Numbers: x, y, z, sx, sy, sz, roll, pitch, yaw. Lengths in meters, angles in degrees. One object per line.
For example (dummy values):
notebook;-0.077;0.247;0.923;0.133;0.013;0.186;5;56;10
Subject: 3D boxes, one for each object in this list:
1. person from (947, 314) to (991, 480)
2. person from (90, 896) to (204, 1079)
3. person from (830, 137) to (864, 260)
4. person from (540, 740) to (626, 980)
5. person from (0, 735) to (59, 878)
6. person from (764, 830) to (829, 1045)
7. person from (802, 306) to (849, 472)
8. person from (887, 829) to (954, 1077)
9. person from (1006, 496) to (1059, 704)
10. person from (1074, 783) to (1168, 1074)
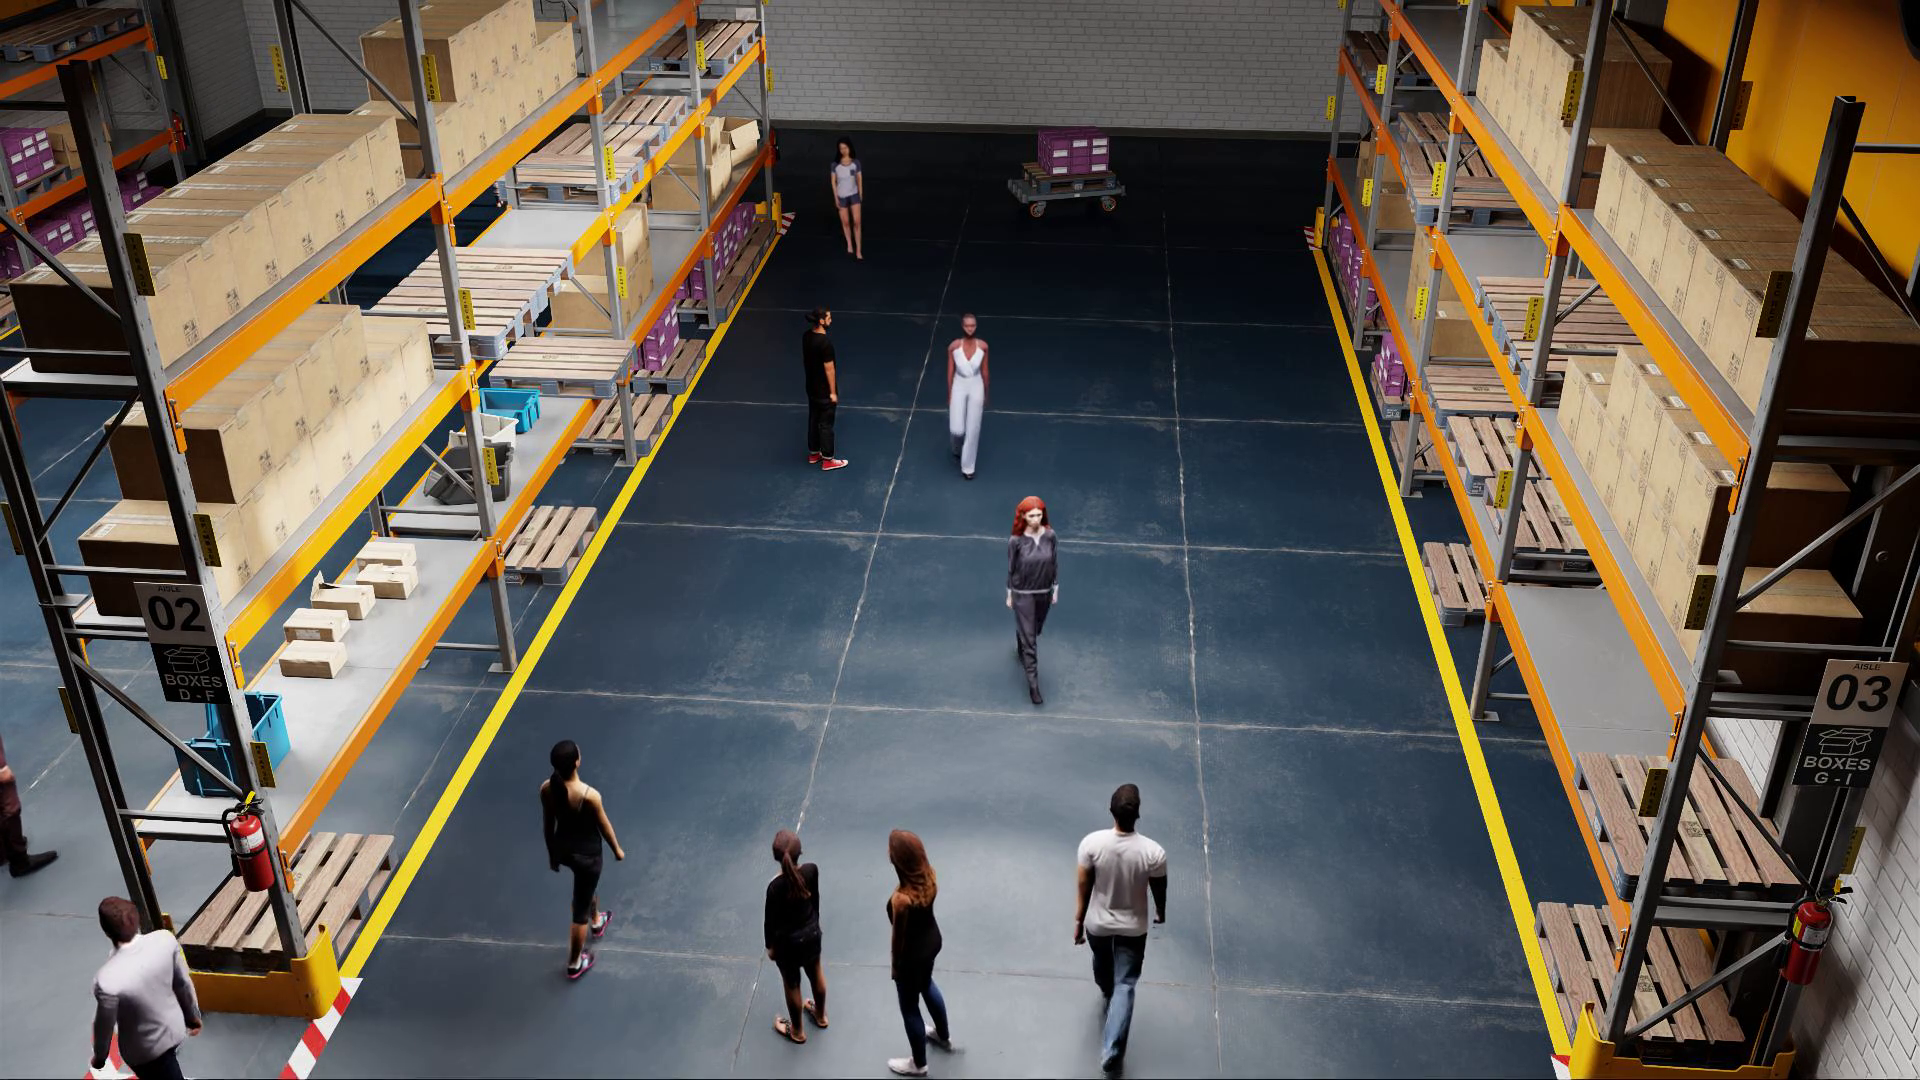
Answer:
person;0.065;-1.513;17.150;0.669;1.774;0.771;-3;29;-5
person;-4.403;2.796;9.223;0.970;1.801;1.193;10;30;18
person;-1.581;-4.834;23.339;0.677;1.678;0.909;-3;29;-6
person;-2.483;2.086;10.623;0.733;1.707;0.928;12;31;21
person;-6.797;1.508;11.515;0.770;1.866;0.735;13;31;23
person;-0.996;2.413;10.182;0.637;1.554;0.696;-22;35;-34
person;-1.453;-1.585;17.302;0.768;1.755;0.700;-20;35;-32
person;-0.246;2.456;9.942;0.725;1.708;0.613;12;31;21
person;0.565;0.420;13.628;0.848;1.752;1.136;-8;30;-14
person;0.930;2.356;10.016;0.862;1.813;1.251;9;30;15
